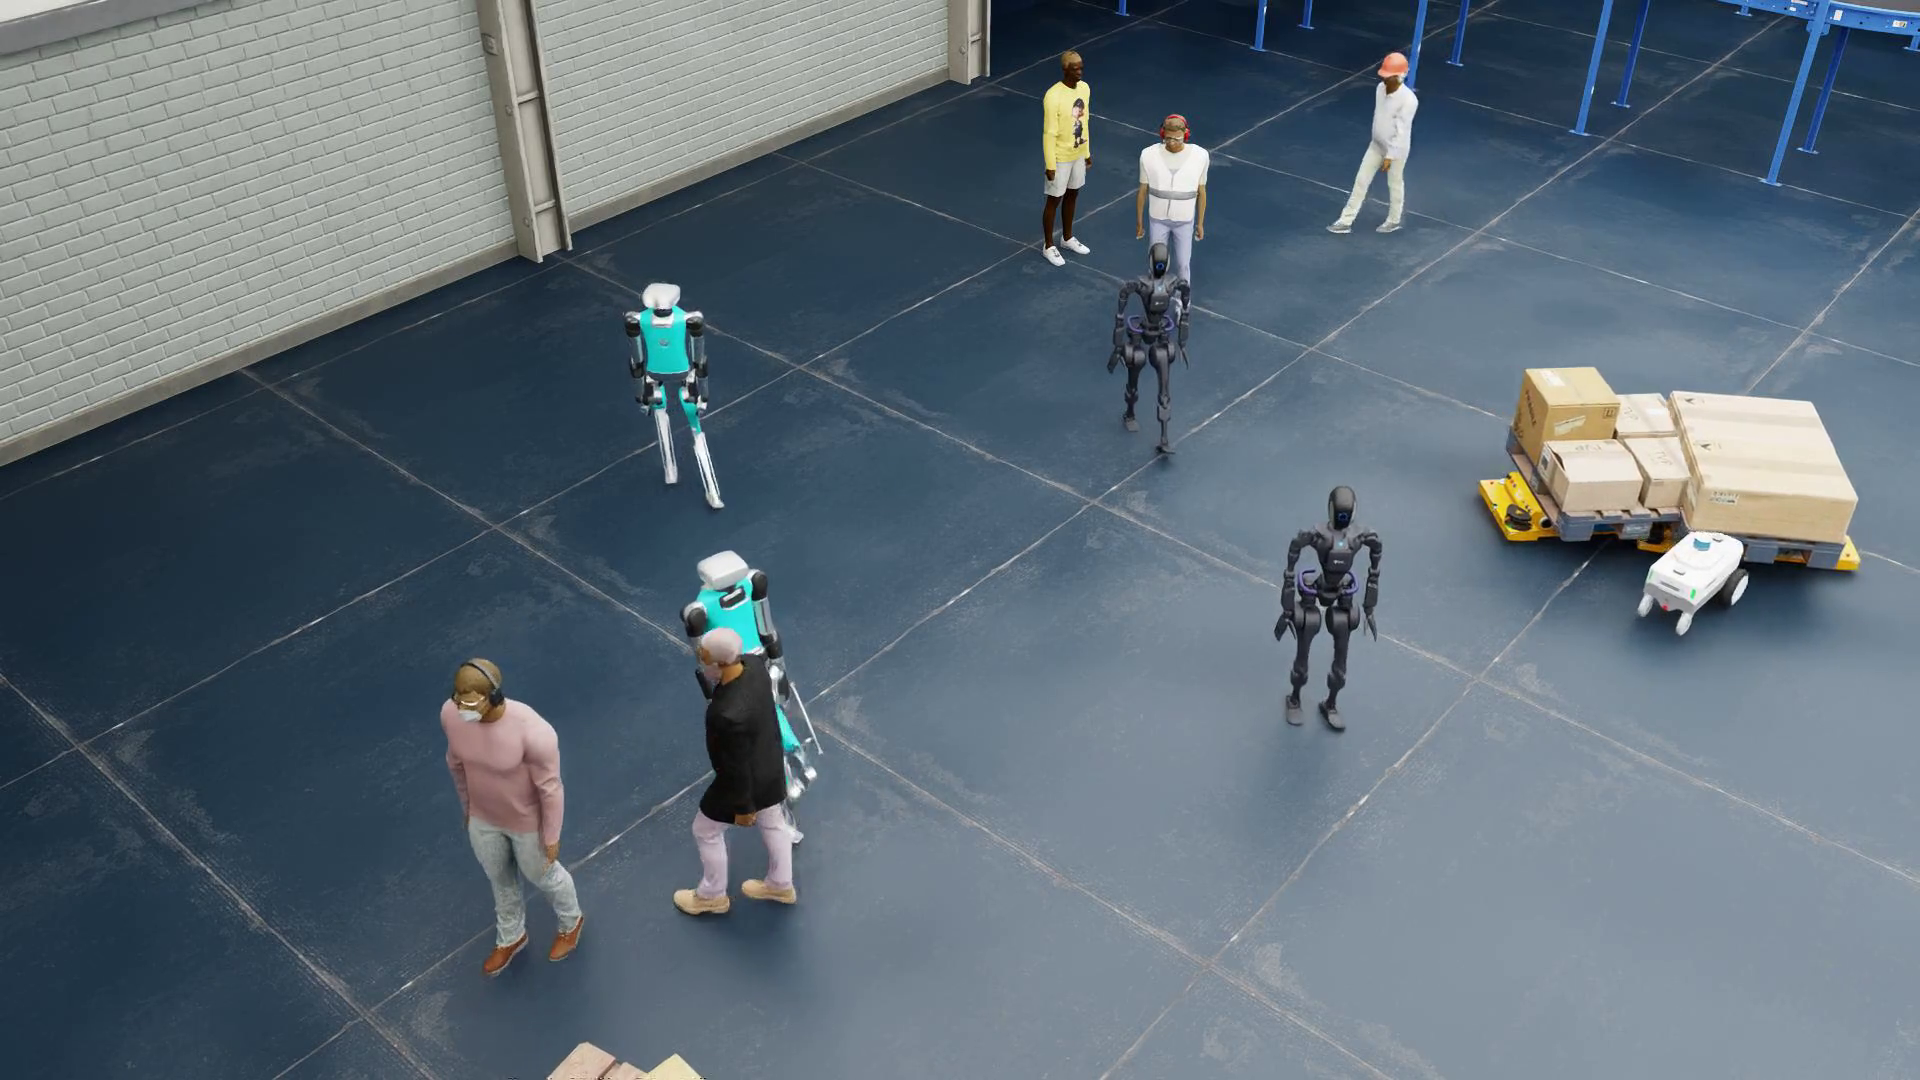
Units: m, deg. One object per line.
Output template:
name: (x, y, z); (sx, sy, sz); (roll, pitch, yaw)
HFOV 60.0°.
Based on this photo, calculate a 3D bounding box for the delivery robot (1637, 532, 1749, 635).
delivery robot: (4.780, 0.214, 10.833); (0.765, 0.585, 0.499); (-29, 45, -34)

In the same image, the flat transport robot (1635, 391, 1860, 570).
flat transport robot: (5.409, -0.108, 11.540); (1.431, 0.231, 0.659); (5, 36, 8)

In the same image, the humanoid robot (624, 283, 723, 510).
humanoid robot: (-2.002, -1.099, 11.670); (0.545, 1.759, 0.797); (-2, 36, -3)

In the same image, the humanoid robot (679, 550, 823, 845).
humanoid robot: (-1.002, 0.951, 8.825); (0.839, 1.796, 0.534); (29, 44, 34)

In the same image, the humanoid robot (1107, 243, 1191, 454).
humanoid robot: (1.397, -1.414, 12.183); (0.611, 1.626, 0.754); (-5, 36, -7)

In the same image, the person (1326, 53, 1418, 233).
person: (3.807, -3.571, 15.150); (0.837, 1.714, 0.562); (-17, 39, -23)

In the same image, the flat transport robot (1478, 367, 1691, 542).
flat transport robot: (4.484, -0.272, 11.770); (1.431, 0.231, 0.659); (-2, 36, -3)

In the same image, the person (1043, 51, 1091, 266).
person: (0.945, -3.397, 14.754); (0.544, 1.899, 0.377); (-30, 45, -35)

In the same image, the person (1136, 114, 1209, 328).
person: (1.740, -2.650, 13.766); (0.568, 1.831, 0.413); (5, 36, 6)

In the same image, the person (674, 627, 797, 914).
person: (-1.204, 1.152, 8.417); (0.745, 1.830, 0.549); (10, 37, 13)

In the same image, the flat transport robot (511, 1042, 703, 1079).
flat transport robot: (-1.575, 2.998, 7.178); (1.431, 0.231, 0.659); (19, 40, 25)

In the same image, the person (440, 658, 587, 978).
person: (-2.188, 1.350, 8.069); (0.628, 1.949, 0.423); (12, 37, 16)

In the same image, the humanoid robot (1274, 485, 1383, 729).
humanoid robot: (2.129, 0.393, 9.614); (0.597, 1.652, 0.319); (0, 35, 0)
